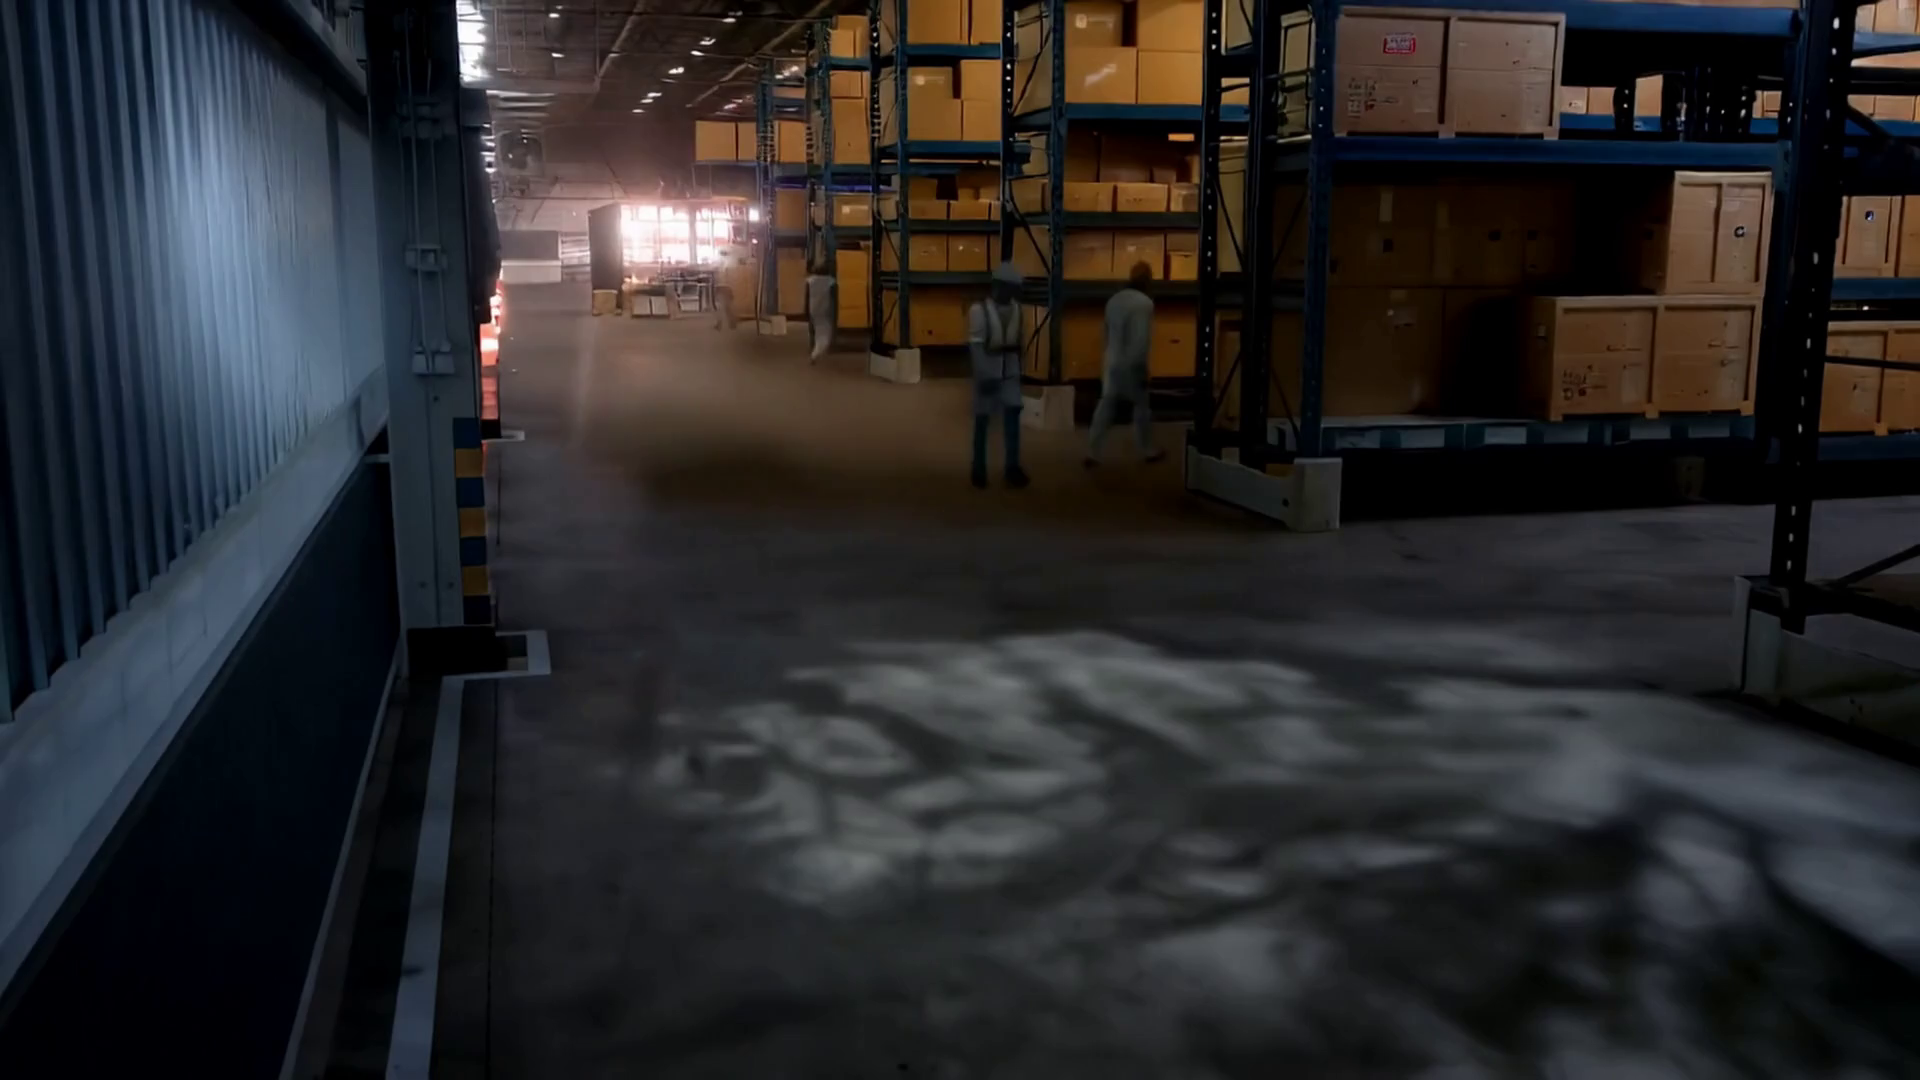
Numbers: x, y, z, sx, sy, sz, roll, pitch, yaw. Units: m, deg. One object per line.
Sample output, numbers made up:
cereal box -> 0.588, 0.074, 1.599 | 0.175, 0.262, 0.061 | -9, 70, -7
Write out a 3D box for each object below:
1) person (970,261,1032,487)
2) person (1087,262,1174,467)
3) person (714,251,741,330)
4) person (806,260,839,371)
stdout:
person -> 0.349, -1.383, 13.997 | 0.585, 1.883, 0.939 | -4, 11, -19
person -> 1.547, -1.607, 15.324 | 1.032, 1.872, 0.754 | -8, 13, -37
person -> -5.709, -6.117, 40.771 | 0.613, 1.910, 0.973 | 4, 11, 23
person -> -2.265, -3.601, 26.807 | 0.681, 1.810, 0.676 | 7, 12, 34
